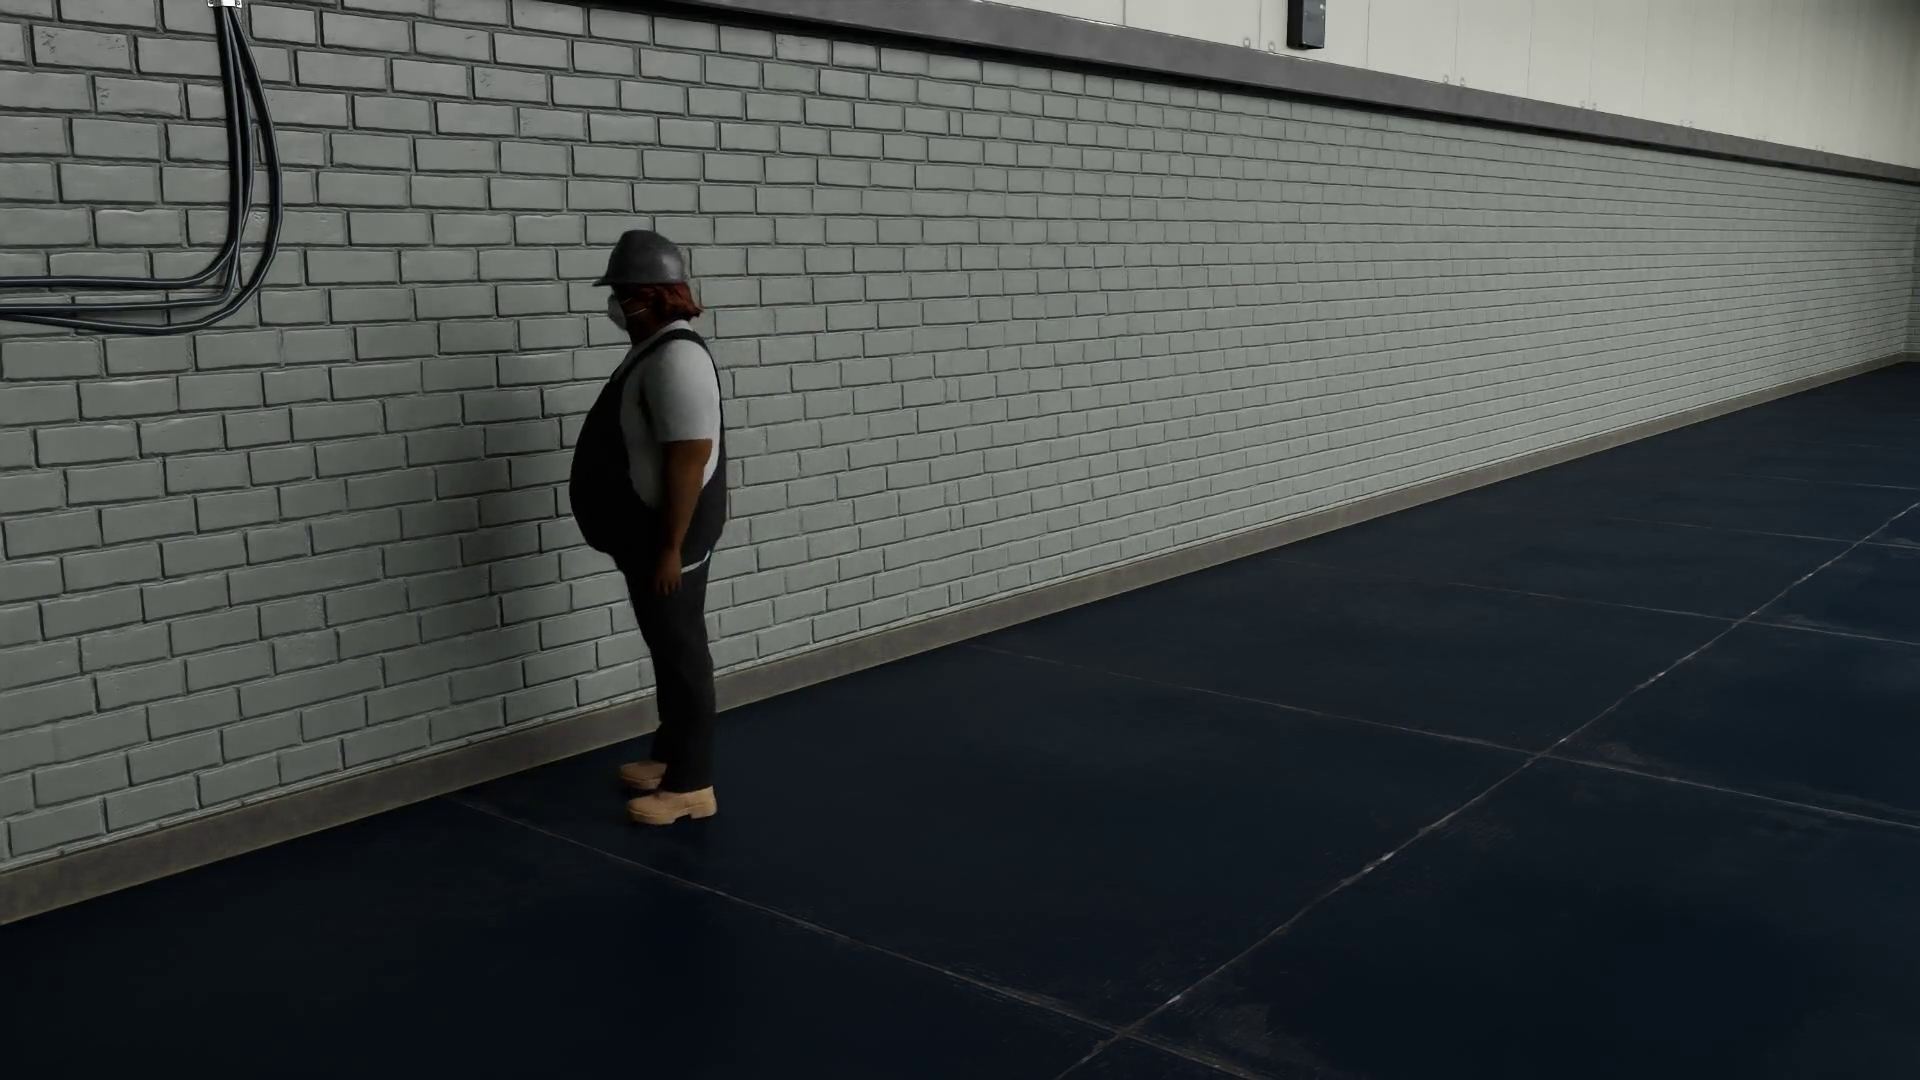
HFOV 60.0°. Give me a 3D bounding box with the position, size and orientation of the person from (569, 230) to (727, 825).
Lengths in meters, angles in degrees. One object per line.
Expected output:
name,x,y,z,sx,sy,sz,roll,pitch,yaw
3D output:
person,-1.083,-0.032,5.806,0.536,2.000,0.687,-2,11,-13
